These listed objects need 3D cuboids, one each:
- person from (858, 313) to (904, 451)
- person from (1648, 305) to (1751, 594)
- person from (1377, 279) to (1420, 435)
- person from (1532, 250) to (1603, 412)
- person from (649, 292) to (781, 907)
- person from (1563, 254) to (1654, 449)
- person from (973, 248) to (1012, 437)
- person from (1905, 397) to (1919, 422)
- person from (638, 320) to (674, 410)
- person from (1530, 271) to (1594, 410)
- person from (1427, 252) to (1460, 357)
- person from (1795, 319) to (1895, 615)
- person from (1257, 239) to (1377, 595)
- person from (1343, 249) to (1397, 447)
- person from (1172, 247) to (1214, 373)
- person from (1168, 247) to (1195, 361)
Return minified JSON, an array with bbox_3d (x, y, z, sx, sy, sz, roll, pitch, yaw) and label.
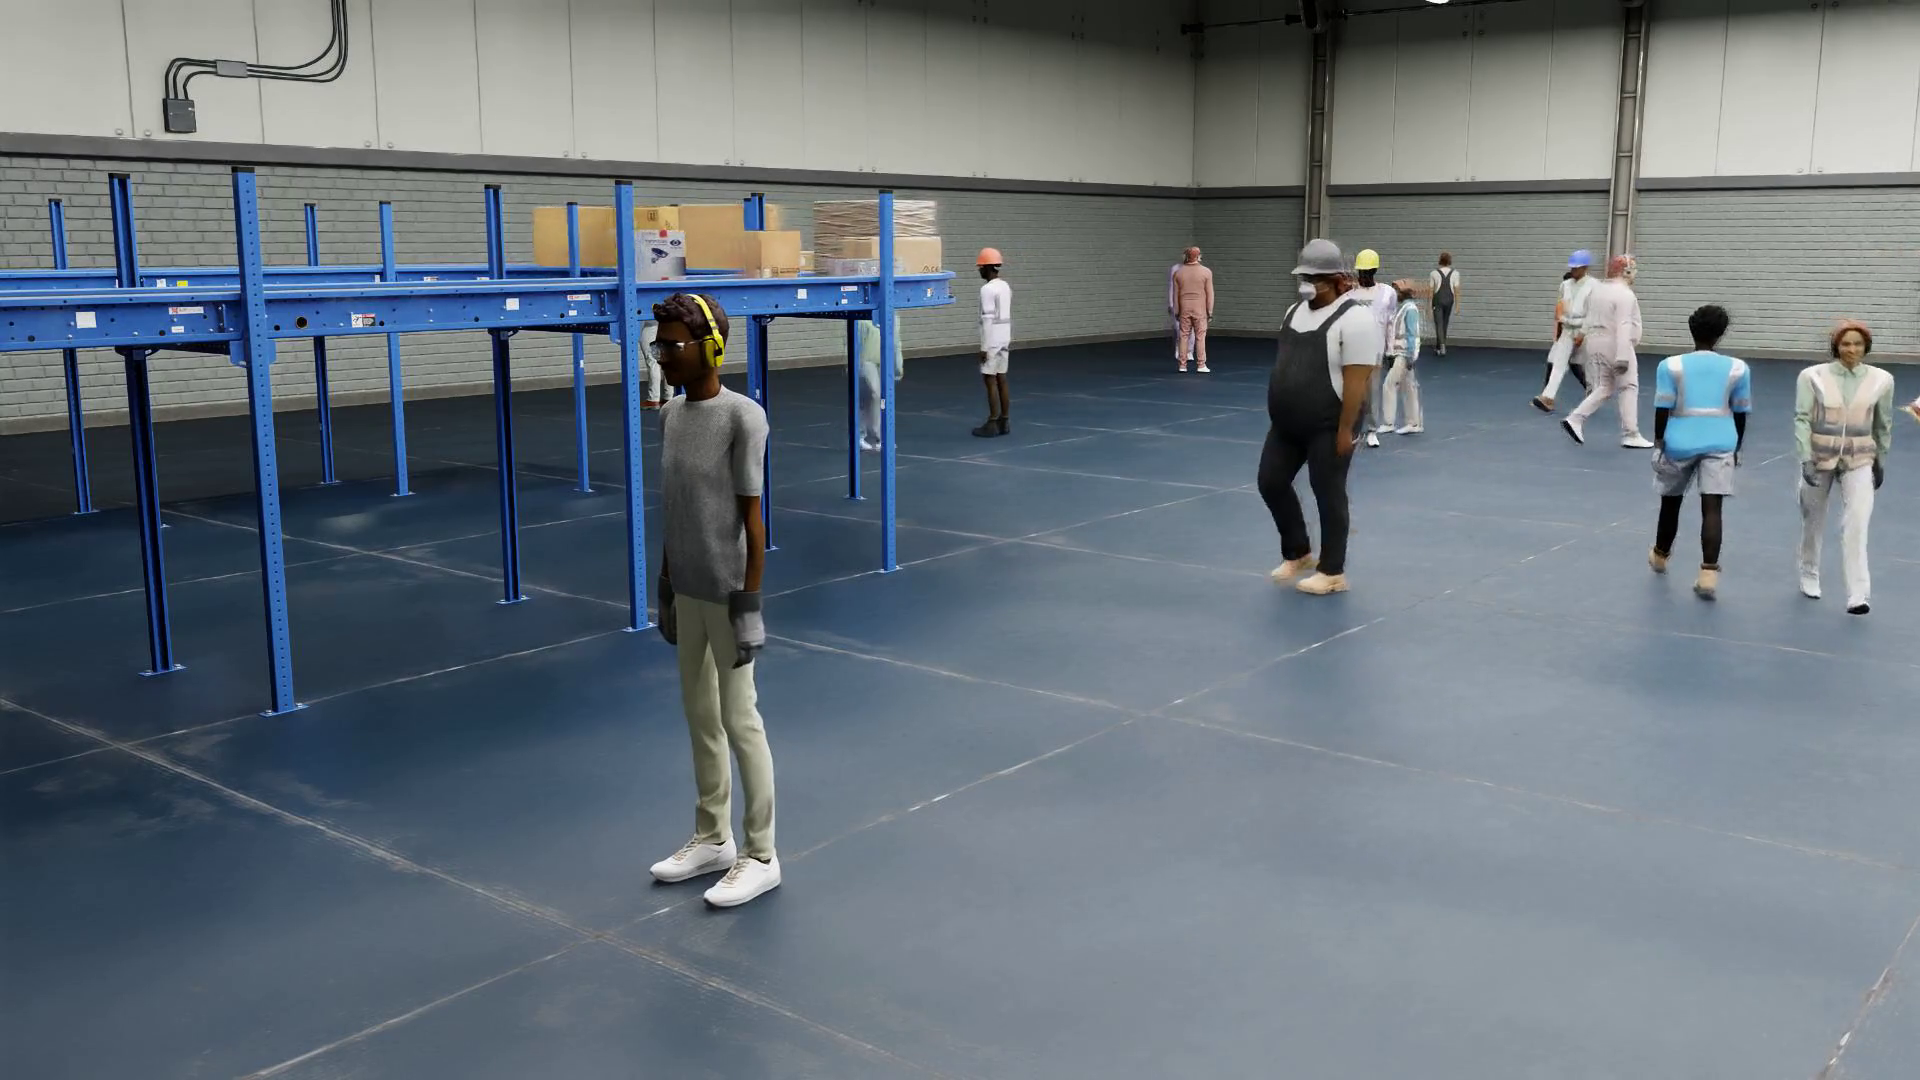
[{"bbox_3d":[-0.787,-1.639,15.889,0.765,1.596,0.519,9,13,40],"label":"person"},{"bbox_3d":[4.305,-0.543,9.701,0.536,1.637,0.909,3,11,14],"label":"person"},{"bbox_3d":[4.520,-1.896,17.276,0.669,1.614,0.534,1,10,4],"label":"person"},{"bbox_3d":[7.178,-2.424,19.431,1.041,1.882,0.611,-8,13,-36],"label":"person"},{"bbox_3d":[-0.769,0.179,5.118,0.515,1.863,0.312,10,14,44],"label":"person"},{"bbox_3d":[6.413,-1.848,16.277,0.806,1.885,0.663,0,10,2],"label":"person"},{"bbox_3d":[0.328,-2.055,17.273,0.378,1.936,0.551,5,11,27],"label":"person"},{"bbox_3d":[10.389,-2.139,17.601,0.464,1.981,0.645,2,10,11],"label":"person"},{"bbox_3d":[-3.671,-2.539,19.970,0.371,1.933,0.627,7,12,34],"label":"person"},{"bbox_3d":[7.272,-2.364,19.759,0.547,1.658,0.801,-8,13,-36],"label":"person"},{"bbox_3d":[8.446,-4.117,29.056,0.520,1.814,0.930,1,10,5],"label":"person"},{"bbox_3d":[4.835,-0.412,9.140,0.499,1.584,0.904,4,11,19],"label":"person"},{"bbox_3d":[2.021,-0.685,9.514,0.538,2.000,0.715,-6,12,-29],"label":"person"},{"bbox_3d":[3.967,-1.876,16.313,0.594,1.922,0.376,2,10,11],"label":"person"},{"bbox_3d":[3.571,-3.510,25.408,0.642,1.912,0.409,5,11,24],"label":"person"},{"bbox_3d":[3.836,-3.935,27.787,0.681,1.892,0.510,0,10,0],"label":"person"}]
